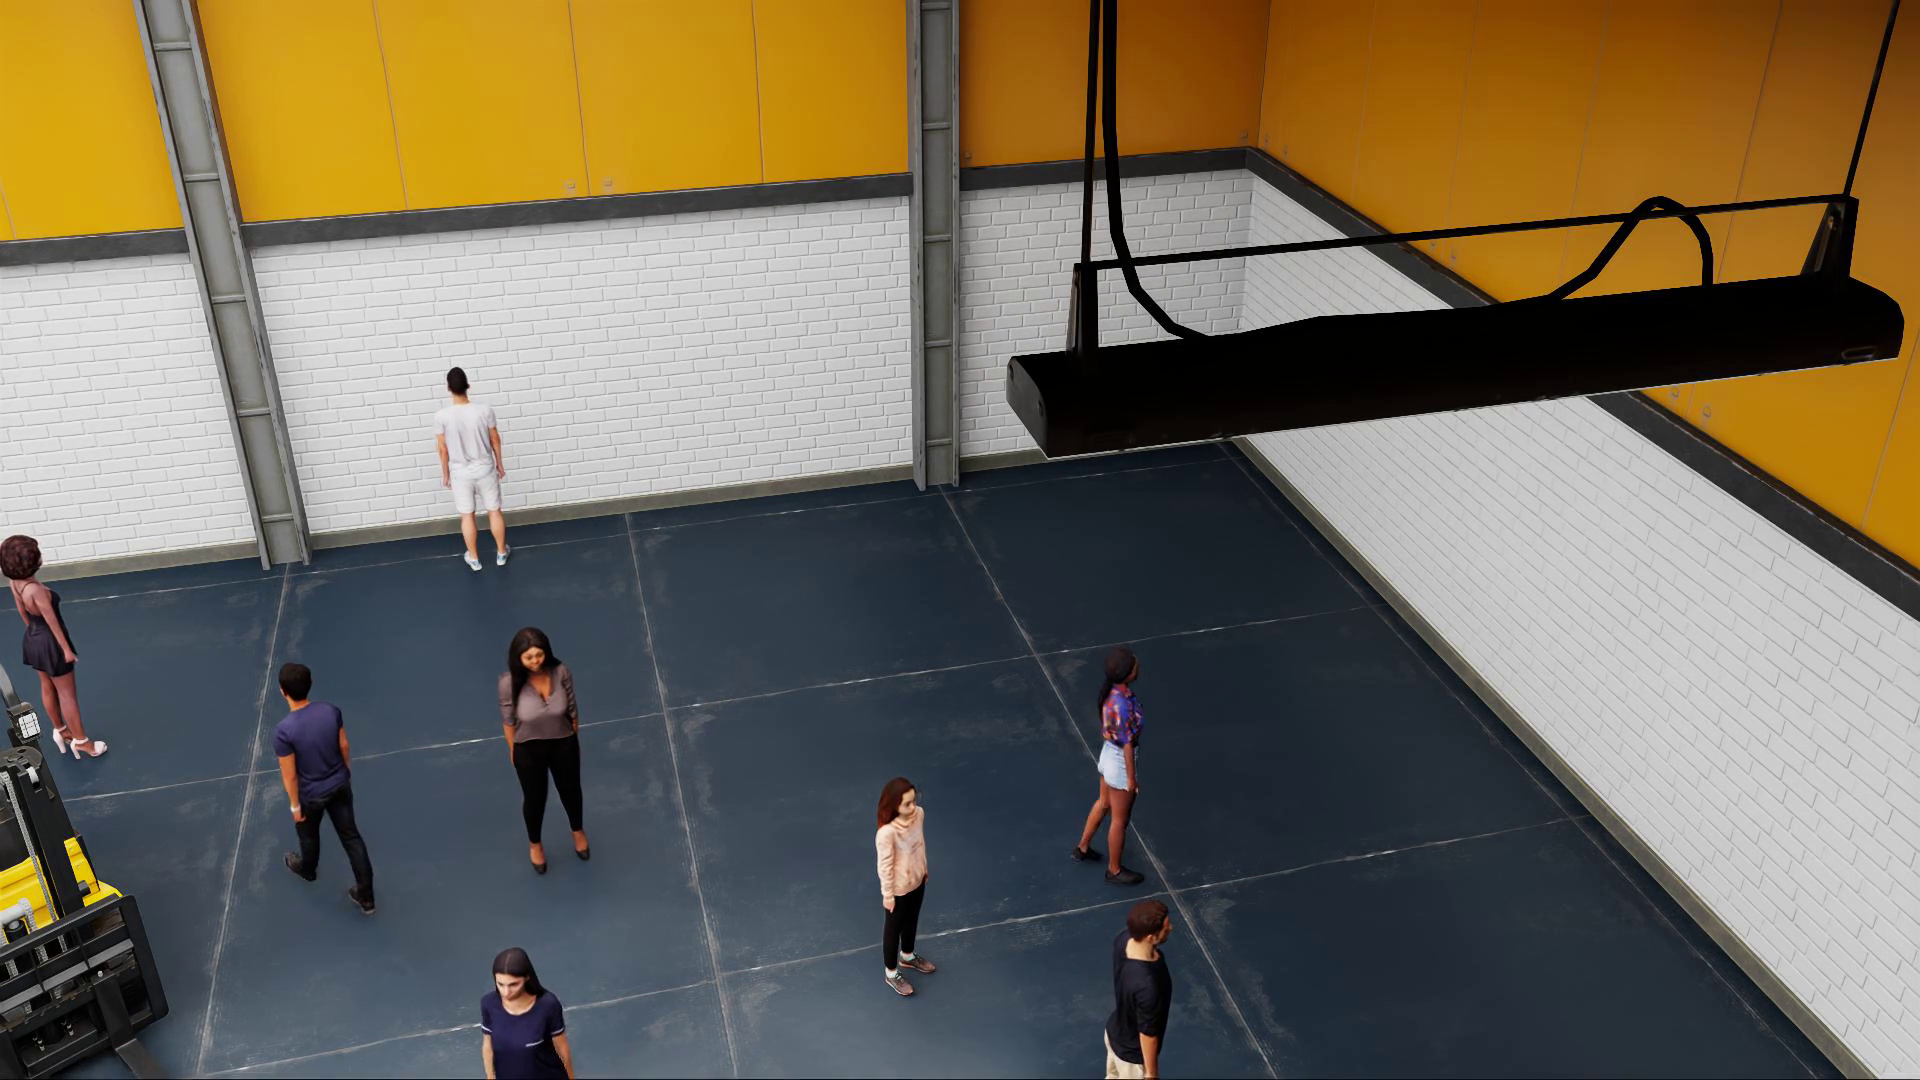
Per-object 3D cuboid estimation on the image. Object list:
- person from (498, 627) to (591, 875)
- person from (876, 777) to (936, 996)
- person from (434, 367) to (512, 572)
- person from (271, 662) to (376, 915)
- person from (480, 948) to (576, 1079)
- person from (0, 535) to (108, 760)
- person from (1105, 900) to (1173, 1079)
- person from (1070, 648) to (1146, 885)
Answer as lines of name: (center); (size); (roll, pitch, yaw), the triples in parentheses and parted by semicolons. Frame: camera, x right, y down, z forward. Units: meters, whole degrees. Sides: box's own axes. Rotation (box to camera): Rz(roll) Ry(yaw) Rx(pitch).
person: (-2.710, 1.350, 10.840); (0.594, 1.839, 0.742); (-13, 31, -23)
person: (-0.334, 2.038, 9.949); (0.706, 1.484, 0.635); (17, 33, 29)
person: (-4.231, -0.614, 14.425); (0.533, 1.853, 0.773); (-11, 31, -20)
person: (-3.956, 1.611, 10.450); (1.073, 1.754, 1.085); (22, 35, 34)
person: (-2.144, 2.708, 8.462); (1.103, 1.732, 0.910); (3, 29, 5)
person: (-6.548, 0.779, 11.939); (0.660, 1.788, 0.709); (18, 34, 30)
person: (0.879, 2.584, 8.565); (0.538, 1.851, 0.635); (-6, 29, -11)
person: (0.999, 1.444, 10.753); (0.693, 1.756, 0.623); (-3, 29, -5)
